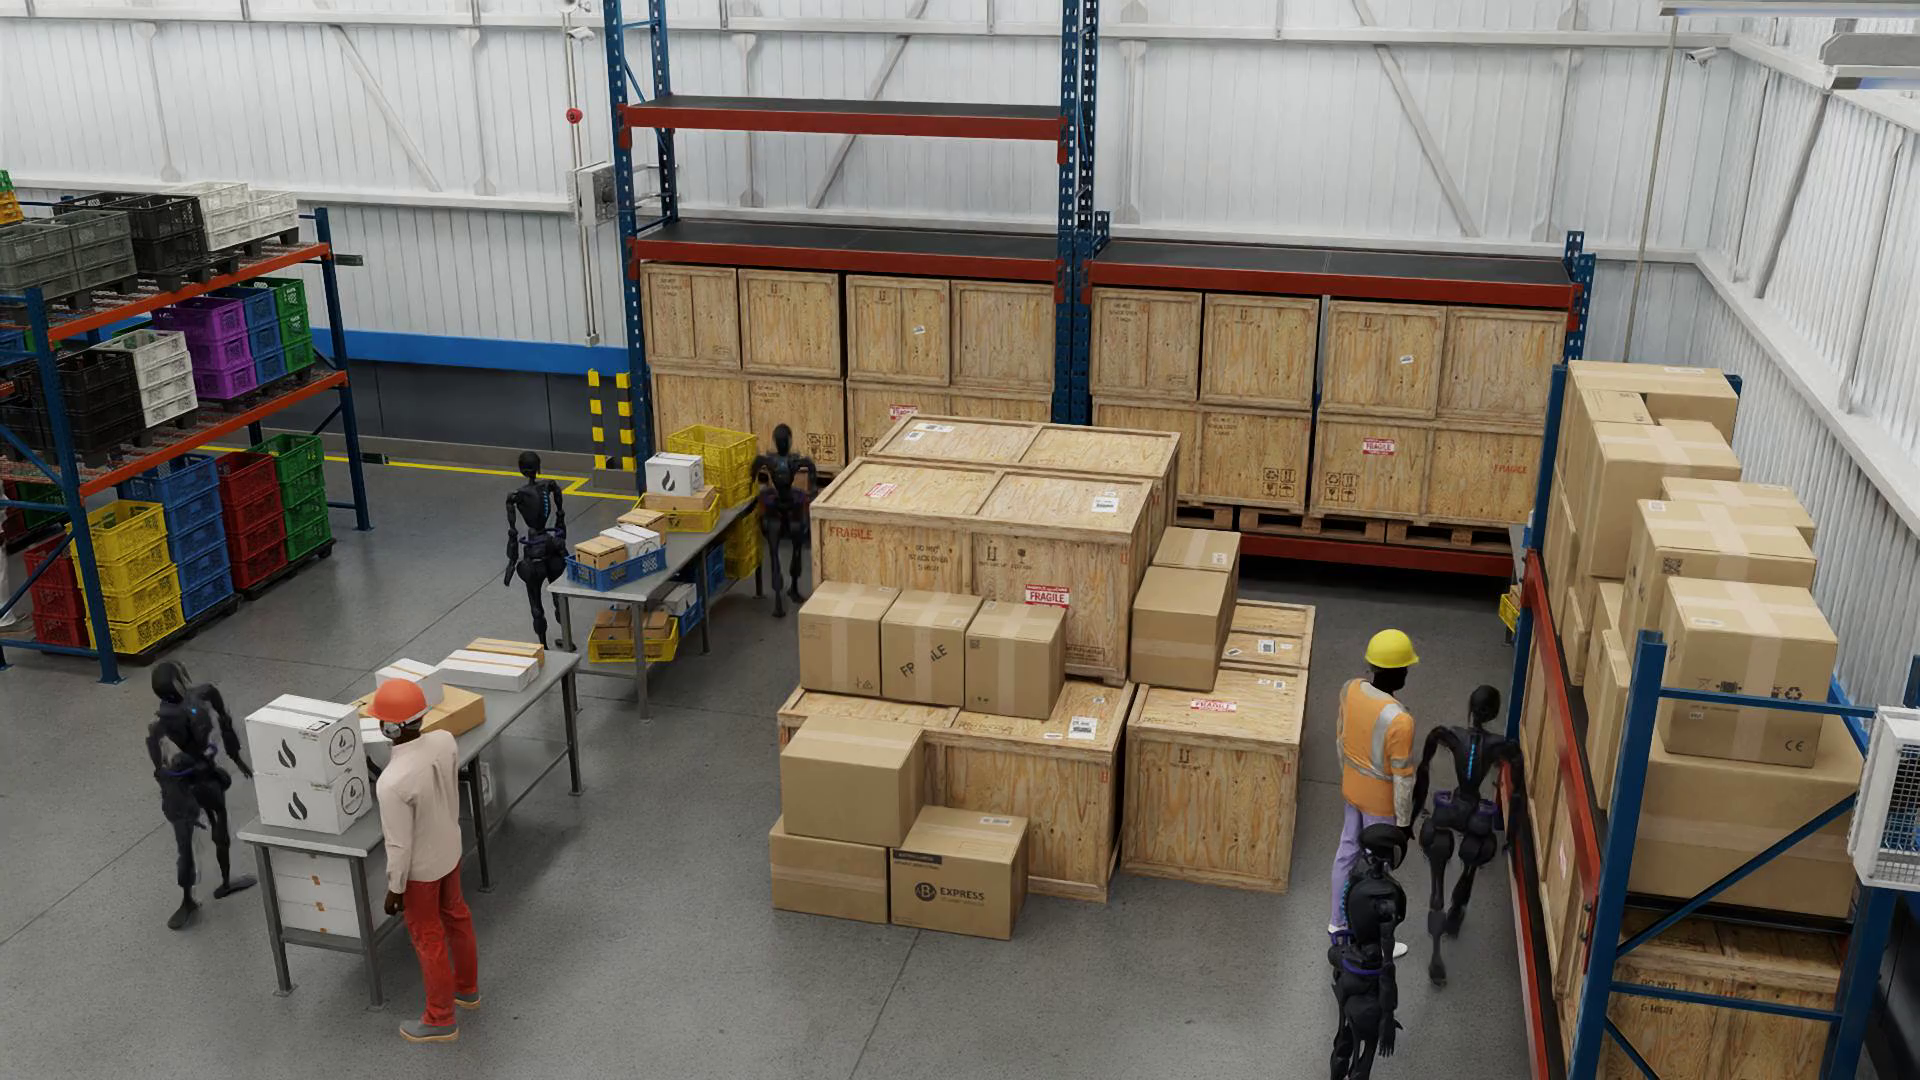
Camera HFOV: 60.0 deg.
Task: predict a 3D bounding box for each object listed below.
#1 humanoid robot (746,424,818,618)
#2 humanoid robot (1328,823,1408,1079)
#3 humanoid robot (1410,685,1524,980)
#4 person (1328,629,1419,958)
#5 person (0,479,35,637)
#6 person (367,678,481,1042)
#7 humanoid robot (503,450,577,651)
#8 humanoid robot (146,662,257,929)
[{"bbox_3d":[-1.455,-0.165,13.551,0.600,1.622,0.749,-3,21,-7],"label":"humanoid robot"},{"bbox_3d":[1.883,2.044,7.705,0.315,1.657,0.611,-1,21,-4],"label":"humanoid robot"},{"bbox_3d":[2.728,1.571,9.061,0.615,1.637,0.766,7,22,17],"label":"humanoid robot"},{"bbox_3d":[2.272,1.384,9.101,0.356,1.929,0.586,-9,23,-22],"label":"person"},{"bbox_3d":[-7.716,-0.157,13.193,0.343,1.882,0.578,-17,26,-37],"label":"person"},{"bbox_3d":[-2.719,1.612,8.413,0.376,1.995,0.610,5,21,13],"label":"person"},{"bbox_3d":[-3.229,0.113,12.761,0.317,1.656,0.613,14,25,32],"label":"humanoid robot"},{"bbox_3d":[-4.297,1.387,9.464,0.380,1.628,0.655,7,22,18],"label":"humanoid robot"}]
